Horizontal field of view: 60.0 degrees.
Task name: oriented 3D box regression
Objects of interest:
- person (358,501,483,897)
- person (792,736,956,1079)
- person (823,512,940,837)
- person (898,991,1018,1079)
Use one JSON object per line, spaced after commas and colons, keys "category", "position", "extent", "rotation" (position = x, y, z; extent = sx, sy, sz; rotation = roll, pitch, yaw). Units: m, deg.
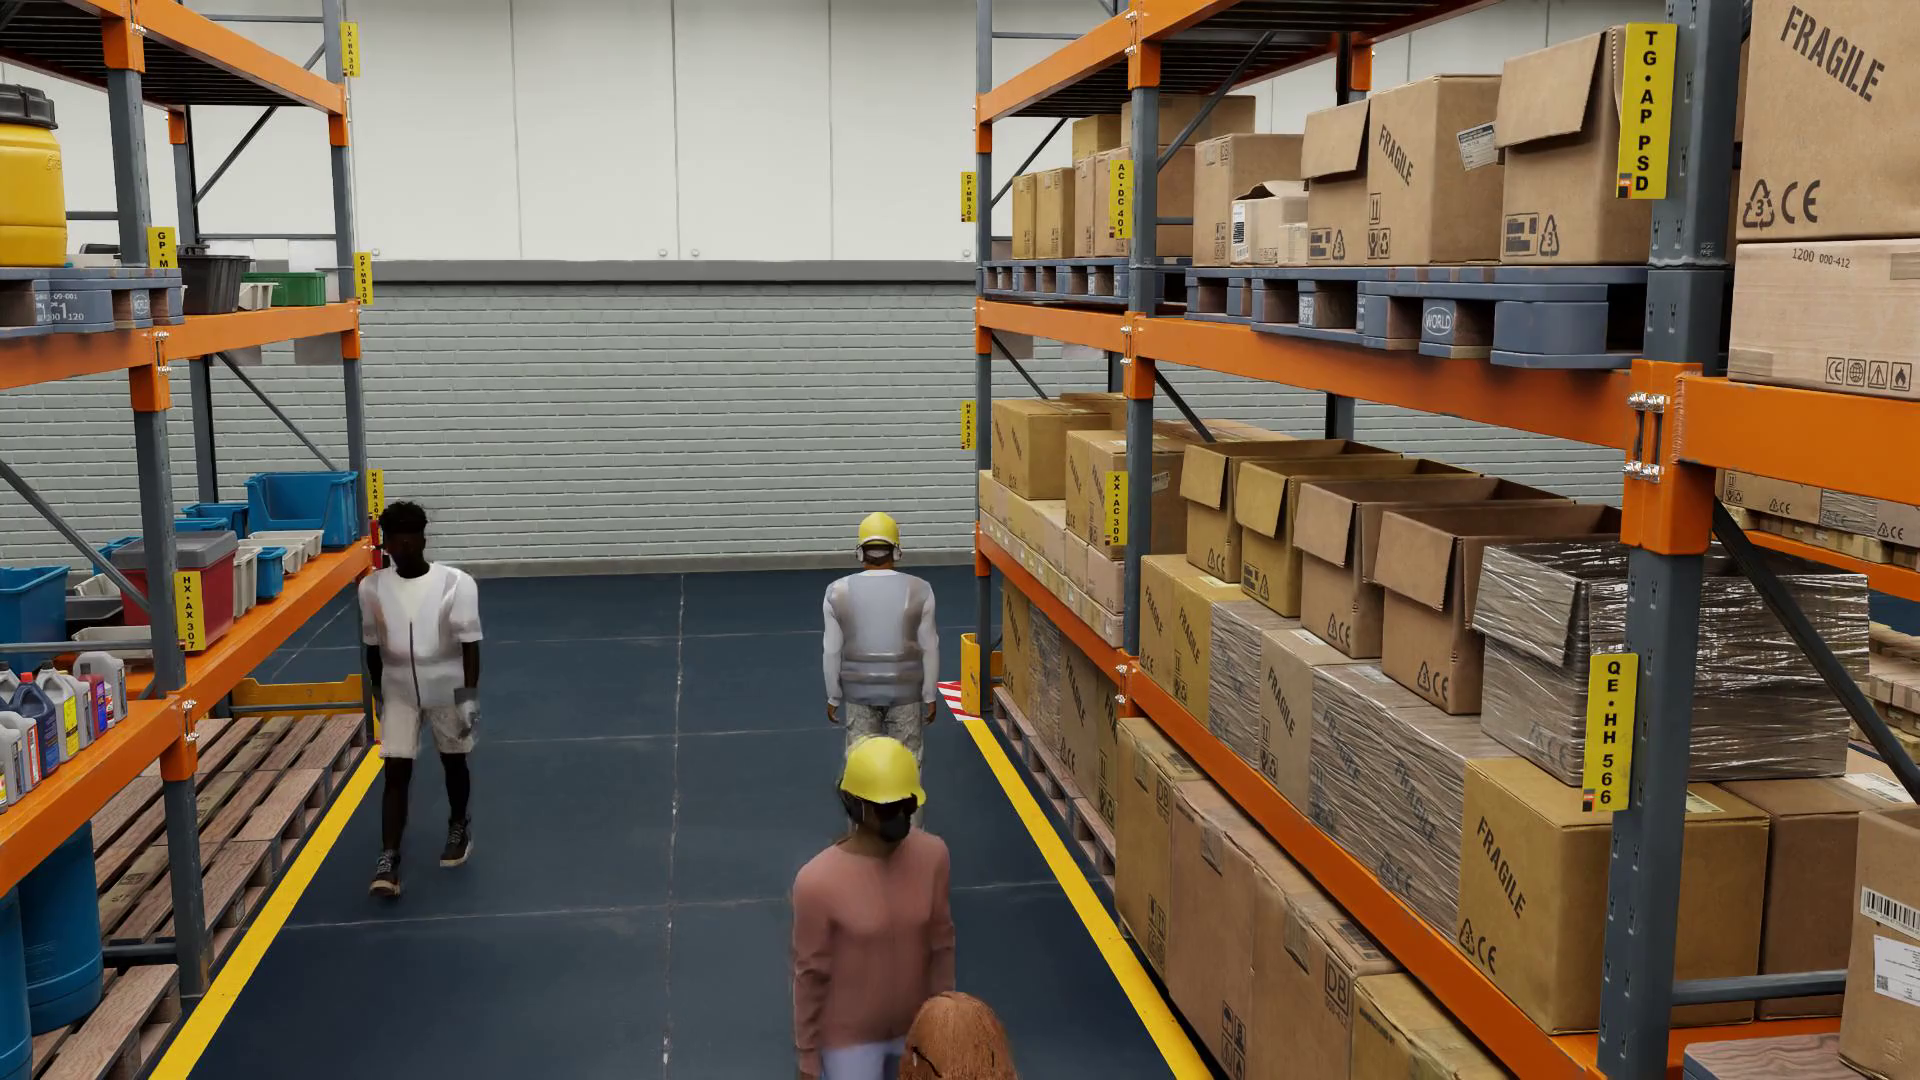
{"category": "person", "position": [-2.647, 0.763, 8.171], "extent": [0.619, 1.908, 0.979], "rotation": [-1, 9, -4]}
{"category": "person", "position": [-0.271, 1.391, 4.825], "extent": [0.534, 1.748, 0.674], "rotation": [-6, 11, -34]}
{"category": "person", "position": [-0.395, 0.765, 8.439], "extent": [0.588, 1.826, 0.403], "rotation": [0, 9, 1]}
{"category": "person", "position": [0.011, 1.696, 3.415], "extent": [0.507, 1.581, 0.849], "rotation": [-5, 11, -29]}
